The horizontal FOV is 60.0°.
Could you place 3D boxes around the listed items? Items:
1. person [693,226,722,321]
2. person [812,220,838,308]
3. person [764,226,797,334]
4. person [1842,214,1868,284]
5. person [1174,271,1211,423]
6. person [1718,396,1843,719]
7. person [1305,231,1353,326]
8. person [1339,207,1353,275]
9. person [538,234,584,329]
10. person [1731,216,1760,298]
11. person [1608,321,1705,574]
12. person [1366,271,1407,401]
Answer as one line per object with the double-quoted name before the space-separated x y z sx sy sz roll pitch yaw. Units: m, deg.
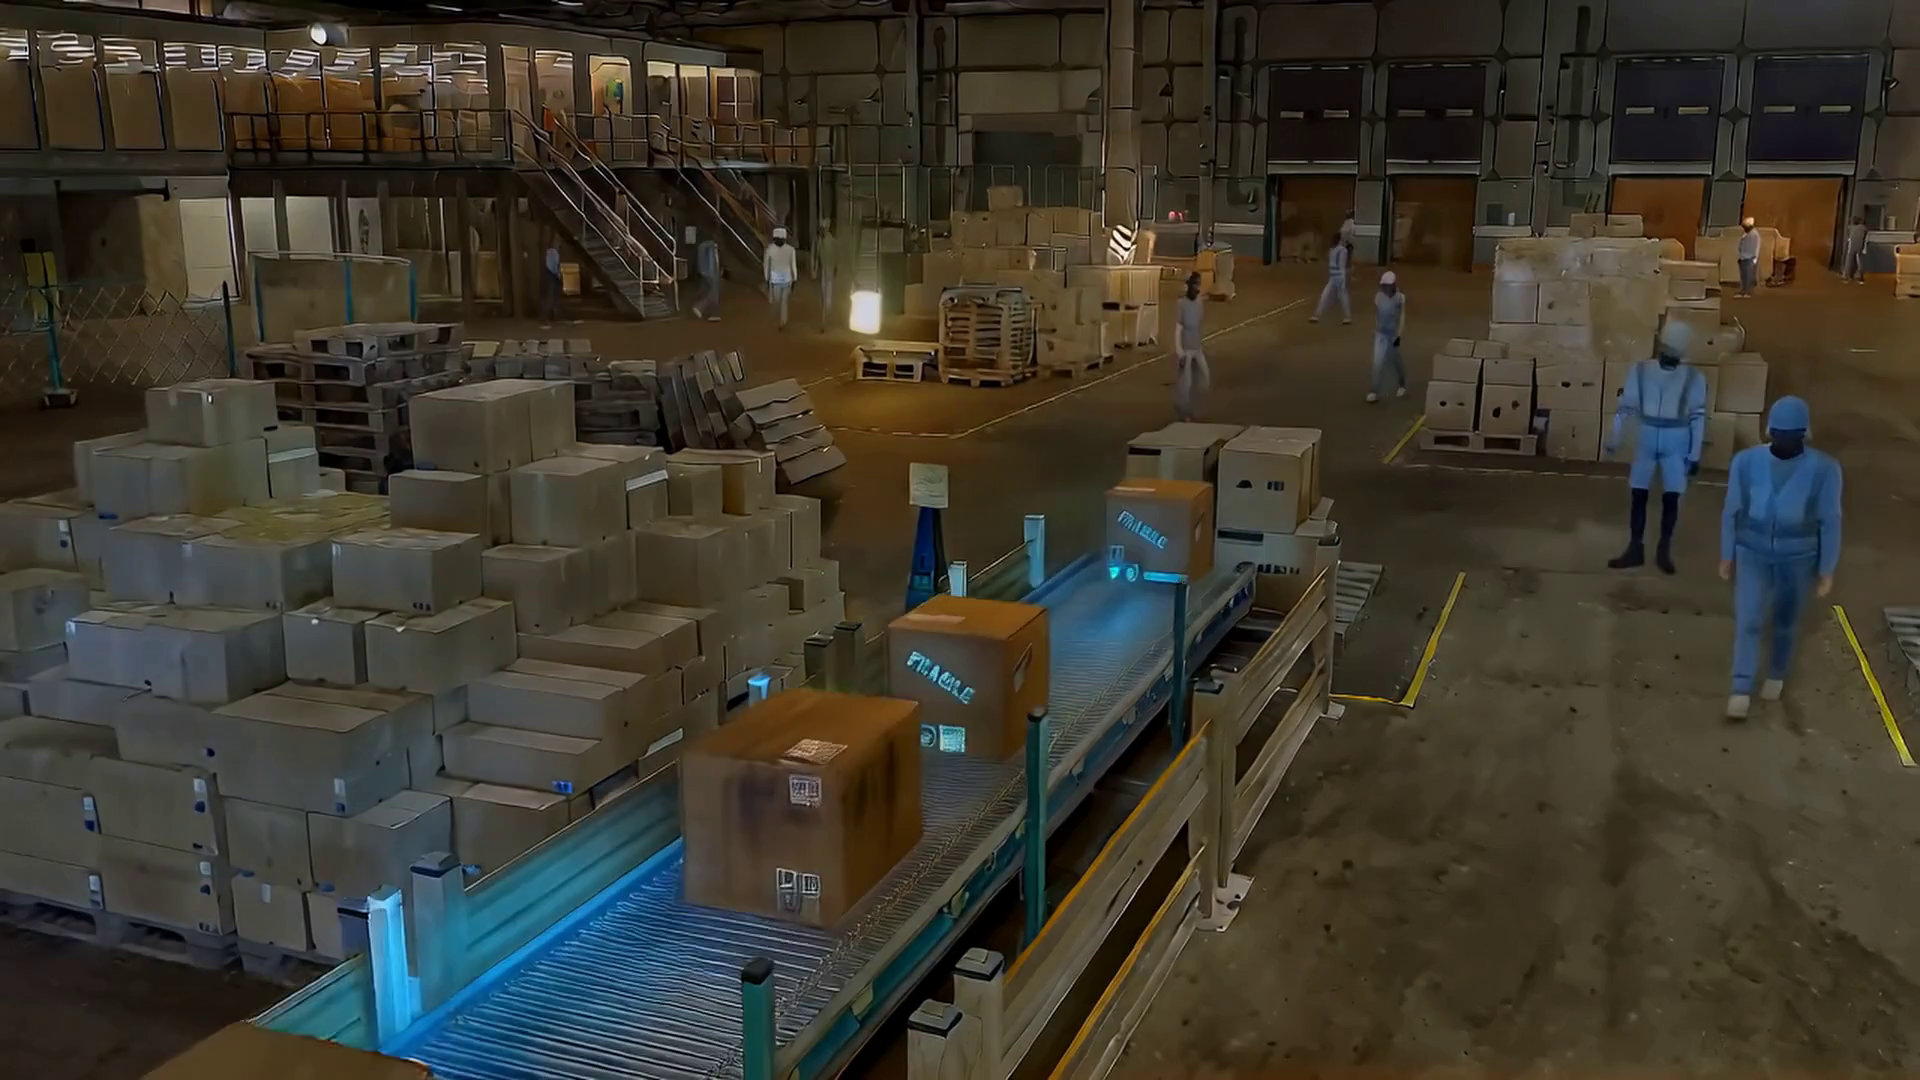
"person" -5.042 -5.284 33.103 0.547 1.900 0.614 -7 14 -28
"person" -2.972 -6.065 36.559 0.564 1.917 0.410 0 13 2
"person" -3.325 -4.818 30.832 0.634 1.978 0.466 3 13 12
"person" 23.820 -7.695 44.085 0.718 1.844 0.326 3 13 15
"person" 2.729 -2.225 19.482 0.559 1.853 0.387 -12 17 -43
"person" 4.529 0.096 9.231 0.617 1.781 0.915 8 15 31
"person" 7.243 -5.058 32.241 0.975 1.834 0.597 -3 13 -13
"person" 11.089 -8.613 47.974 0.516 1.929 0.616 10 16 38
"person" -7.664 -4.927 31.721 0.962 1.794 0.509 -6 14 -24
"person" 18.627 -6.689 39.353 0.383 1.923 0.590 -3 13 -13
"person" 5.214 -0.689 12.467 0.608 1.921 0.426 8 15 34
"person" 5.698 -2.707 21.995 0.480 1.700 0.889 9 16 36
